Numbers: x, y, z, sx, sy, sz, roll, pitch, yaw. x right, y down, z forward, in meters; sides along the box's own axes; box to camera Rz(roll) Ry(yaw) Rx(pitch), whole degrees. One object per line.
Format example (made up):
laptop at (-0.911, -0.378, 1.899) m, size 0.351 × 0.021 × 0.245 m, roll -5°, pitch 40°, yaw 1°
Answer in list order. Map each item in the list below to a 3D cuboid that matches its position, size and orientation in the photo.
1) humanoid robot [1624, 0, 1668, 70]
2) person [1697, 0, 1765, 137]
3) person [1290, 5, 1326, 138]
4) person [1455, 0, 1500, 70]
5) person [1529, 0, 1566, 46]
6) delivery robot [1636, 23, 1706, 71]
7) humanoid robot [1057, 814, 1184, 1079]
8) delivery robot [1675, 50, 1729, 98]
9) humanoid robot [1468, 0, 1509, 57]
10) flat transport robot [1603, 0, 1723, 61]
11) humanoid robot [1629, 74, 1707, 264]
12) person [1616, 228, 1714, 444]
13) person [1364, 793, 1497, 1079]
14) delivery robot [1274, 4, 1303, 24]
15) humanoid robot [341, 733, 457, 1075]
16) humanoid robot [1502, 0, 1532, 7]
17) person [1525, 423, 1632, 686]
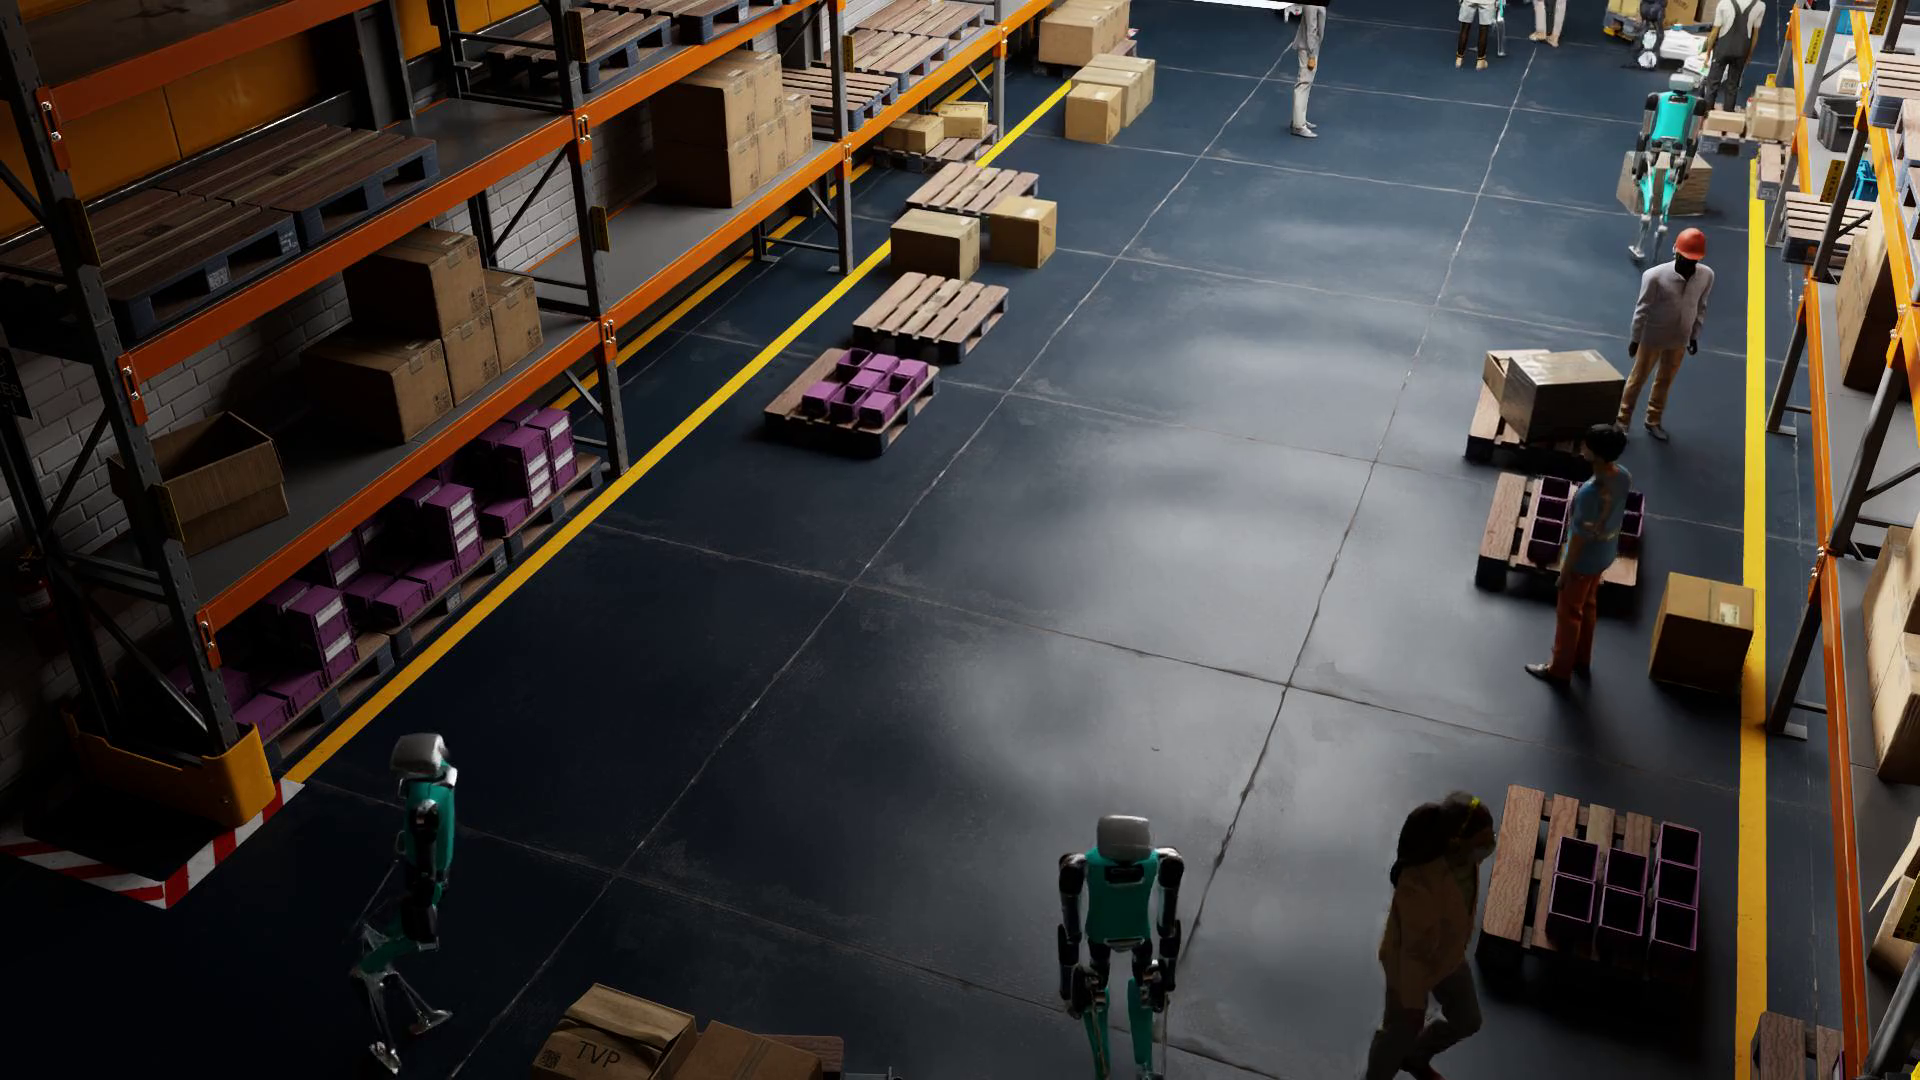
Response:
humanoid robot at (8.647, -6.665, 20.613) m, size 0.450 × 1.648 × 0.613 m, roll 1°, pitch 33°, yaw 1°
person at (8.554, -5.392, 18.504) m, size 0.501 × 1.832 × 0.356 m, roll 7°, pitch 34°, yaw 11°
person at (3.898, -5.466, 18.552) m, size 0.396 × 1.898 × 0.529 m, roll 6°, pitch 33°, yaw 9°
person at (6.456, -6.712, 20.666) m, size 0.530 × 1.691 × 0.322 m, roll 16°, pitch 36°, yaw 23°
person at (7.716, -7.320, 21.544) m, size 0.507 × 1.745 × 0.493 m, roll -11°, pitch 34°, yaw -16°
delivery robot at (8.937, -6.190, 20.890) m, size 0.754 × 0.575 × 0.499 m, roll 16°, pitch 36°, yaw 23°
humanoid robot at (0.710, 2.100, 7.034) m, size 0.541 × 1.804 × 0.908 m, roll -3°, pitch 33°, yaw -5°
delivery robot at (9.107, -5.693, 20.128) m, size 0.767 × 0.583 × 0.499 m, roll -14°, pitch 35°, yaw -21°
humanoid robot at (6.793, -7.002, 21.070) m, size 0.587 × 1.773 × 0.876 m, roll -3°, pitch 33°, yaw -4°
flat transport robot at (9.165, -6.572, 21.763) m, size 0.659 × 0.231 × 1.431 m, roll -11°, pitch 34°, yaw -16°
humanoid robot at (6.508, -3.322, 15.449) m, size 0.531 × 1.839 × 0.810 m, roll 10°, pitch 34°, yaw 14°
person at (5.360, -1.542, 12.610) m, size 0.572 × 1.748 × 0.341 m, roll -4°, pitch 33°, yaw -6°
person at (2.061, 1.847, 7.264) m, size 0.498 × 1.861 × 0.576 m, roll 28°, pitch 42°, yaw 36°
delivery robot at (4.599, -7.416, 22.823) m, size 0.499 × 0.614 × 0.798 m, roll 2°, pitch 33°, yaw 3°
humanoid robot at (-2.640, 1.677, 7.655) m, size 0.852 × 1.784 × 0.566 m, roll -5°, pitch 33°, yaw -8°
humanoid robot at (7.726, -8.091, 22.798) m, size 1.057 × 1.750 × 0.560 m, roll -27°, pitch 42°, yaw -35°
person at (3.783, 0.095, 10.075) m, size 0.504 × 1.757 × 0.329 m, roll -27°, pitch 41°, yaw -35°
